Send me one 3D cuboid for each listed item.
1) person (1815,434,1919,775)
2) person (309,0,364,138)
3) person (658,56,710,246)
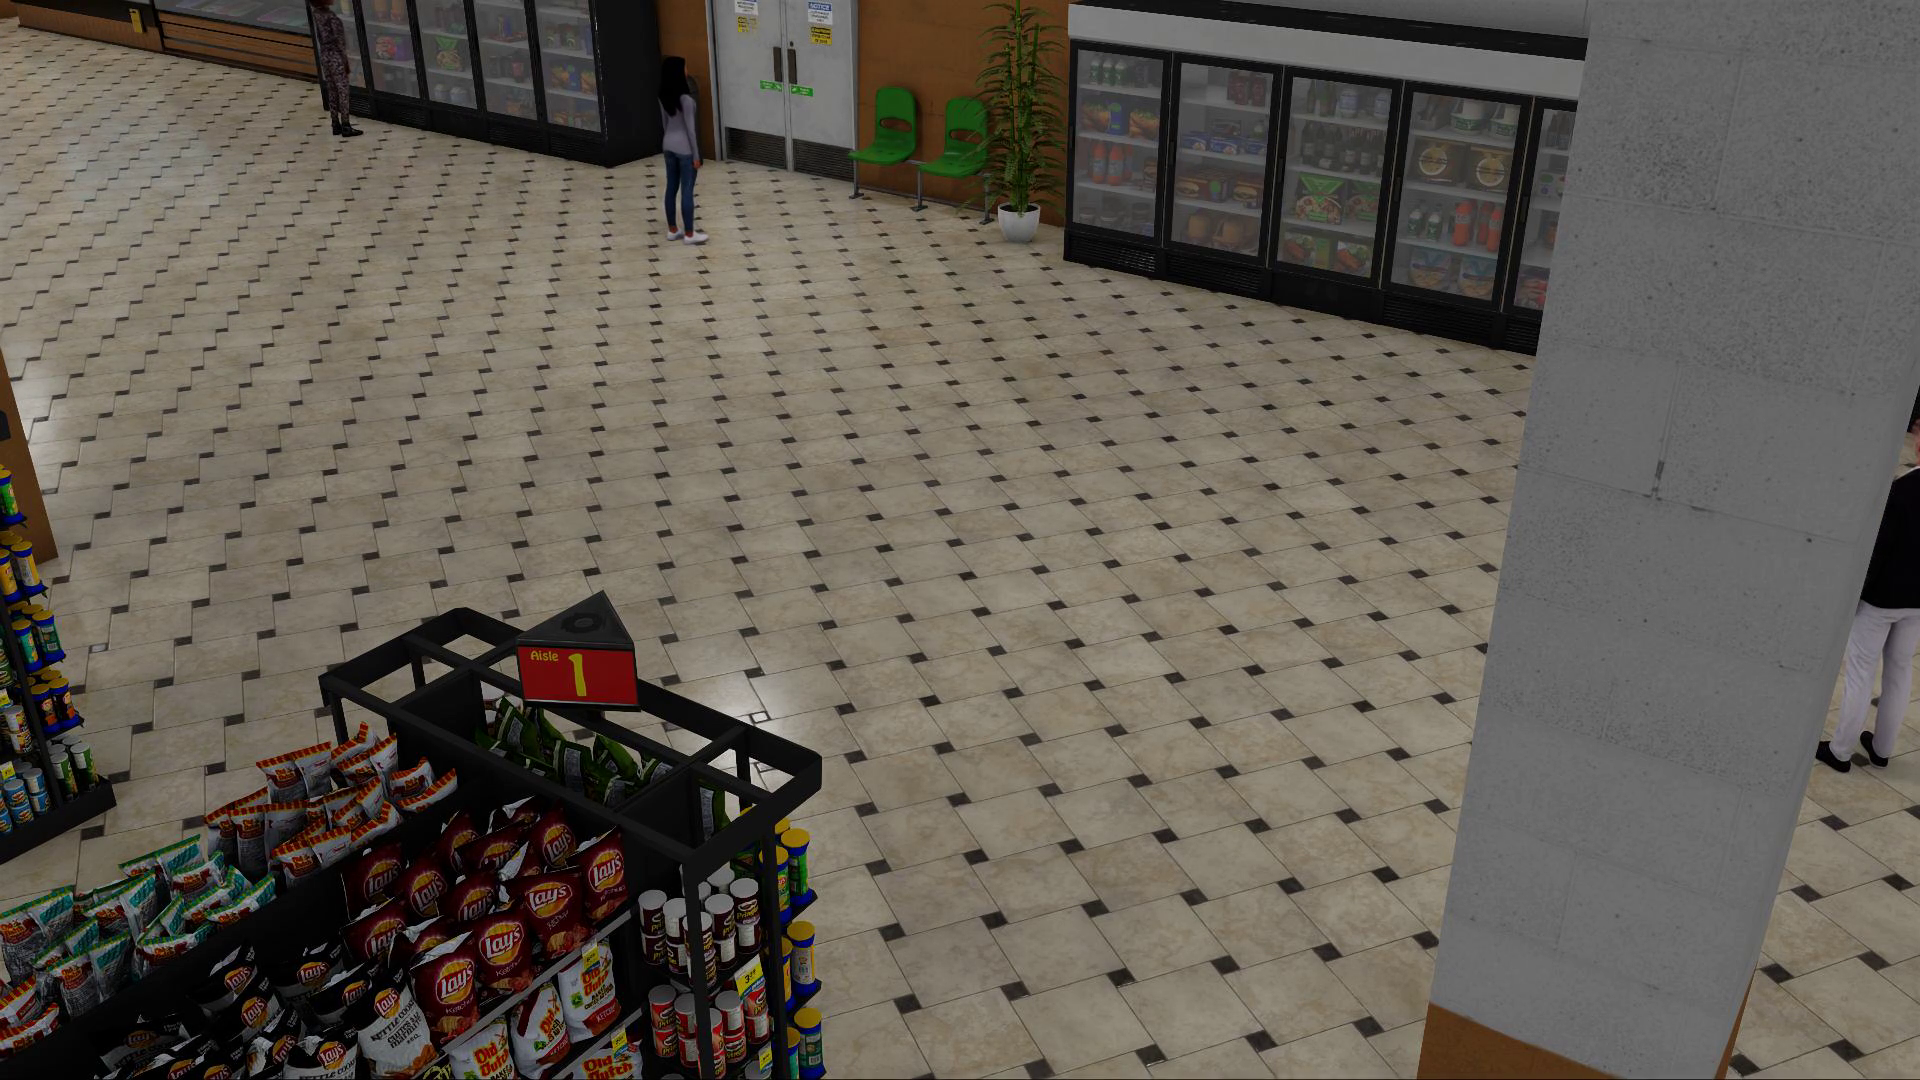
[{"bbox_3d":[4.381,0.262,7.767,0.737,1.844,0.776,-2,27,-4],"label":"person"},{"bbox_3d":[-7.345,-5.618,19.507,0.584,1.714,0.540,20,33,35],"label":"person"},{"bbox_3d":[-2.645,-3.651,15.601,0.612,1.737,0.542,21,34,36],"label":"person"}]
